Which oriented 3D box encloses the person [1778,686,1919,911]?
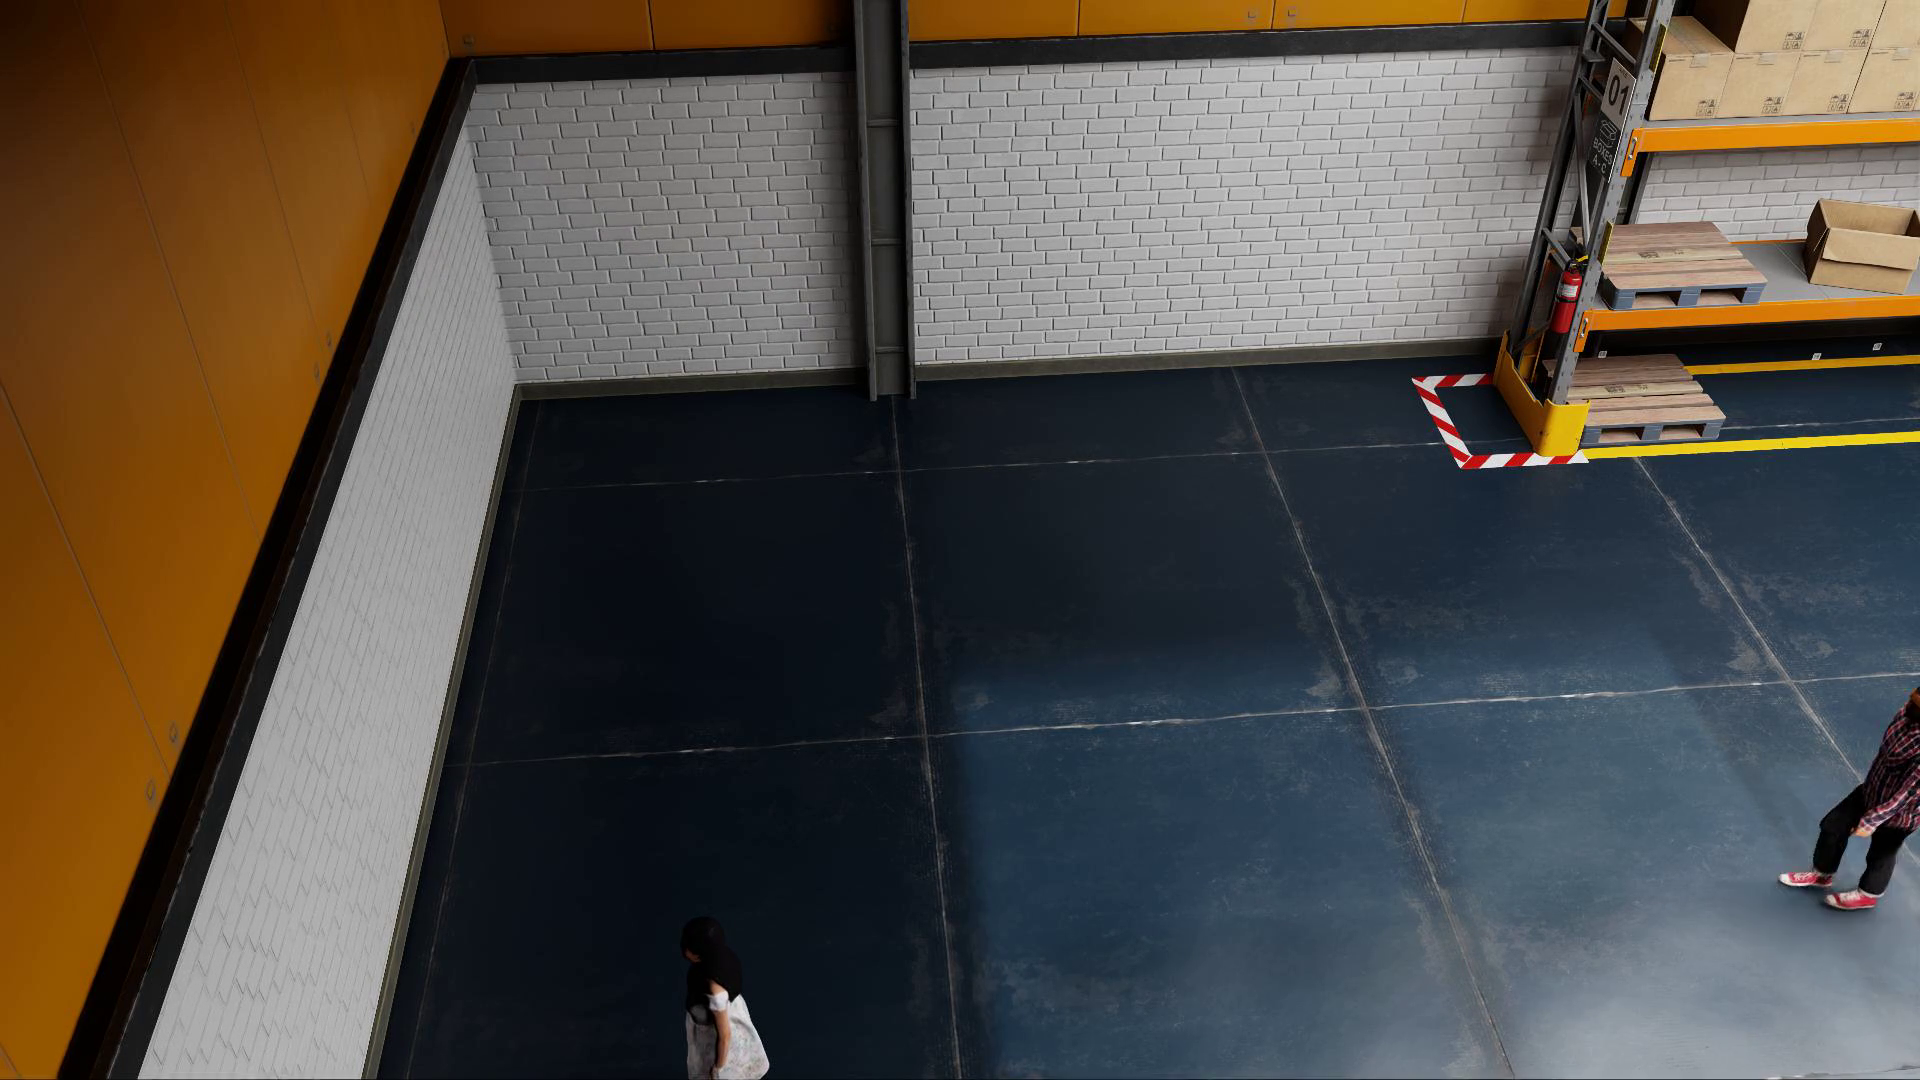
[{"bbox_3d":[5.361,1.496,9.452,0.807,1.741,0.736,2,39,2],"label":"person"}]

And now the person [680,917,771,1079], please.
[{"bbox_3d":[-1.180,2.463,8.216,0.632,1.773,0.649,-5,39,-6],"label":"person"}]
